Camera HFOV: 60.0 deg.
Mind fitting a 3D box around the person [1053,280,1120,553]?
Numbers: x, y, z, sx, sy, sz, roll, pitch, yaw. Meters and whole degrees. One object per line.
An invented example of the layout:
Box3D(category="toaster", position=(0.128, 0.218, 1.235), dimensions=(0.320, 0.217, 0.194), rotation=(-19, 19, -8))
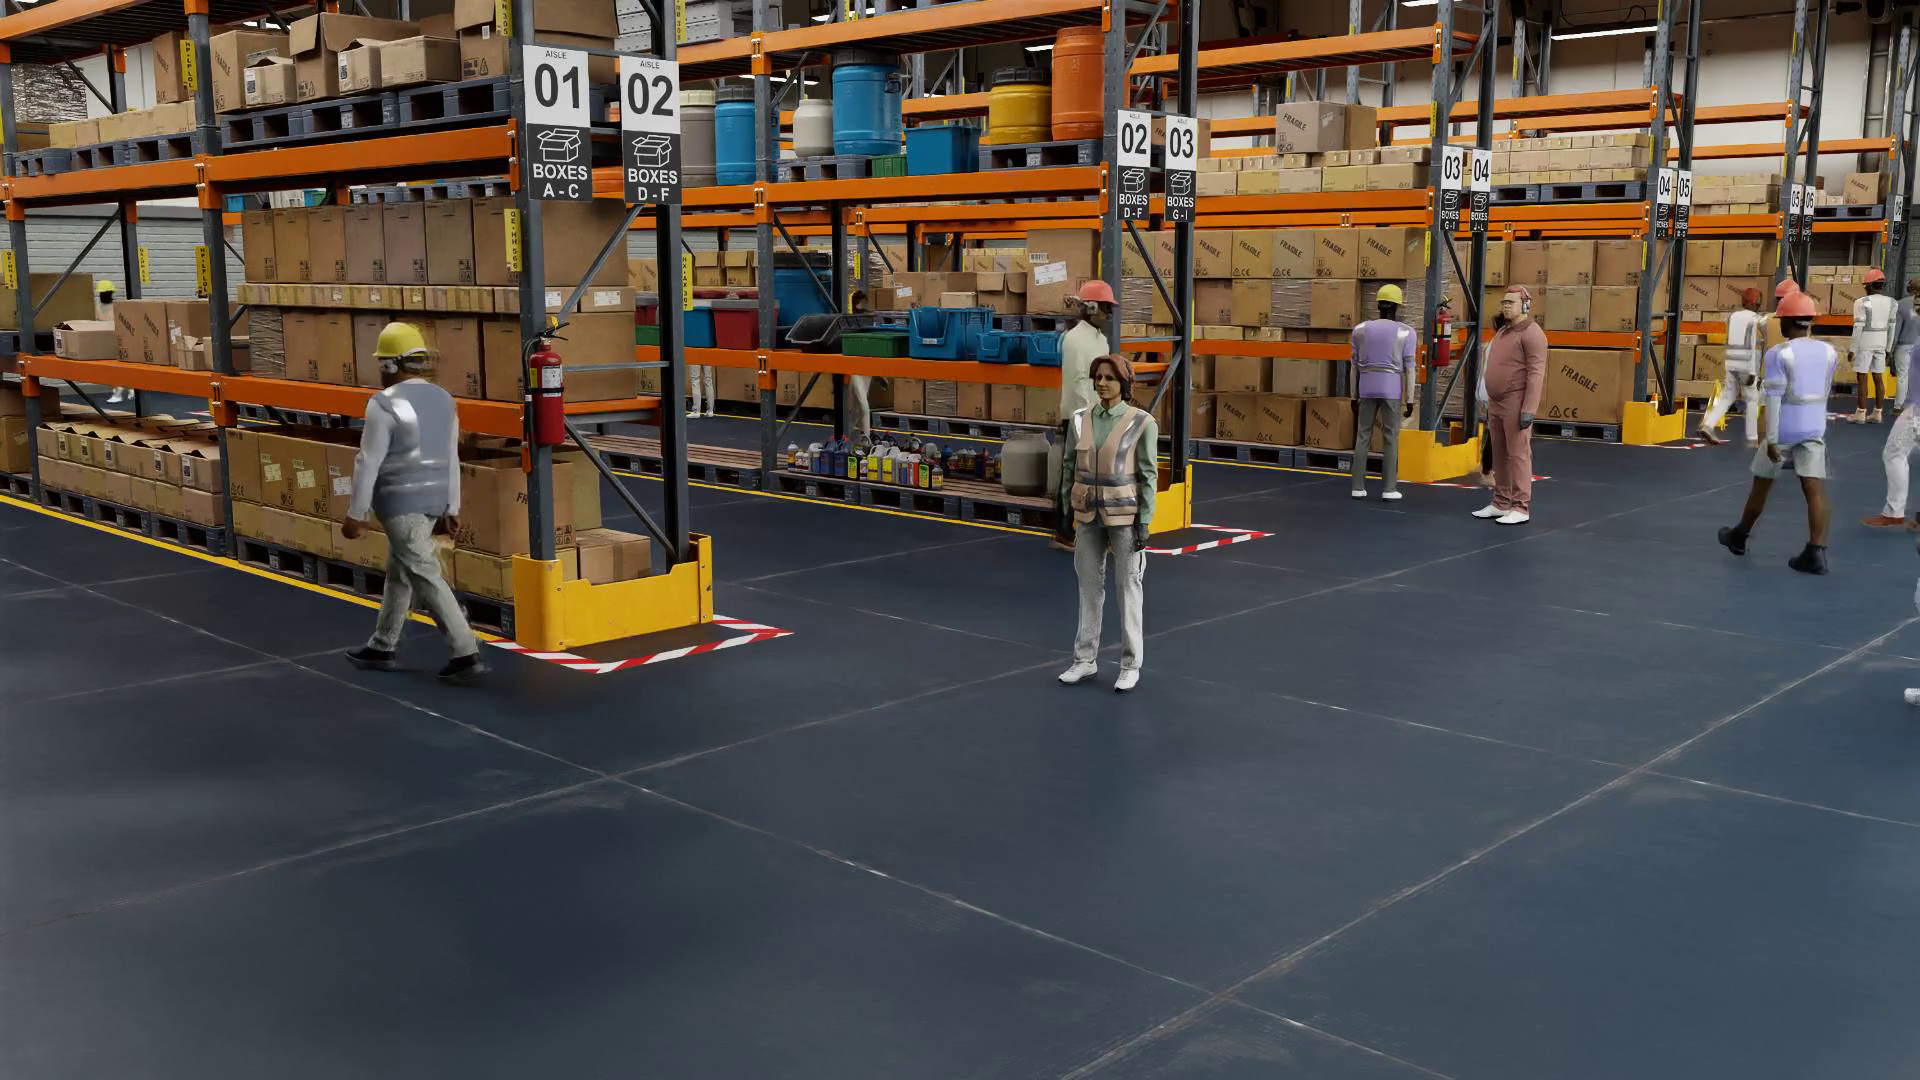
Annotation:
Box3D(category="person", position=(0.955, -0.874, 11.977), dimensions=(0.687, 1.960, 0.661), rotation=(6, 11, 34))

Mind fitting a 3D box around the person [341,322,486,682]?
Box3D(category="person", position=(-2.750, -0.192, 8.328), dimensions=(0.923, 1.793, 0.584), rotation=(3, 10, 16))

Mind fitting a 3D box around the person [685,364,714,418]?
Box3D(category="person", position=(-3.606, -2.497, 22.936), dimensions=(0.499, 1.634, 0.279), rotation=(-8, 12, -40))

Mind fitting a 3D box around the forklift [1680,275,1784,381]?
Box3D(category="forklift", position=(12.480, -3.427, 27.053), dimensions=(1.214, 2.155, 2.313), rotation=(9, 13, 43))

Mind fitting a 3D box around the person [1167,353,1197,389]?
Box3D(category="person", position=(3.050, -2.654, 23.312), dimensions=(0.581, 1.837, 0.986), rotation=(-9, 13, -43))

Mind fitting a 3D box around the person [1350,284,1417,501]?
Box3D(category="person", position=(3.769, -1.315, 14.841), dimensions=(0.585, 1.915, 0.393), rotation=(5, 11, 28))

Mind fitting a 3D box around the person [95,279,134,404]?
Box3D(category="person", position=(-13.063, -3.093, 25.805), dimensions=(0.599, 1.902, 0.764), rotation=(2, 9, 11))

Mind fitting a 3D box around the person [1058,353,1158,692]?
Box3D(category="person", position=(0.729, -0.092, 8.161), dimensions=(0.514, 1.645, 0.307), rotation=(6, 11, 33))

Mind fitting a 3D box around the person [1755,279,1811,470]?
Box3D(category="person", position=(8.487, -1.711, 17.178), dimensions=(0.349, 1.942, 0.543), rotation=(-9, 13, -44))

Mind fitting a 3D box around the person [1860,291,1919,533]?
Box3D(category="person", position=(7.415, -1.008, 12.960), dimensions=(0.763, 1.913, 0.639), rotation=(7, 11, 35))

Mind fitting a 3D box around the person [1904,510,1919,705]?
Box3D(category="person", position=(4.597, -0.093, 7.536), dimensions=(0.517, 1.854, 0.649), rotation=(-1, 9, -5))

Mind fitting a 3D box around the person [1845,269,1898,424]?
Box3D(category="person", position=(12.106, -2.571, 22.143), dimensions=(0.616, 2.039, 0.389), rotation=(-2, 9, -10))

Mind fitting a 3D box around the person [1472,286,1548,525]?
Box3D(category="person", position=(4.447, -1.093, 13.477), dimensions=(0.410, 1.912, 0.651), rotation=(-2, 9, -11))

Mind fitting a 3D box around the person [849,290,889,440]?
Box3D(category="person", position=(-1.093, -1.766, 17.852), dimensions=(0.514, 1.835, 0.942), rotation=(-9, 13, -44))

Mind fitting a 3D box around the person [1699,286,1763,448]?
Box3D(category="person", position=(8.926, -1.981, 19.125), dimensions=(0.783, 1.863, 0.583), rotation=(-4, 10, -24))

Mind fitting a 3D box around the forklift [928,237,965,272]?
Box3D(category="forklift", position=(-0.326, -5.817, 39.609), dimensions=(1.129, 2.768, 1.873), rotation=(9, 13, 43))

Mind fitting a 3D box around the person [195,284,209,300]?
Box3D(category="person", position=(-12.834, -3.471, 28.297), dimensions=(0.600, 1.830, 0.404), rotation=(-5, 11, -30))

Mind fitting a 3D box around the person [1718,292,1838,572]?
Box3D(category="person", position=(5.751, -0.770, 11.577), dimensions=(0.563, 1.882, 0.989), rotation=(-1, 9, -8))

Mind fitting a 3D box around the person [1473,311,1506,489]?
Box3D(category="person", position=(5.038, -1.316, 15.534), dimensions=(0.354, 1.678, 0.552), rotation=(1, 9, 6))

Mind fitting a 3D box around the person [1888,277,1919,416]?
Box3D(category="person", position=(13.312, -2.702, 23.257), dimensions=(0.627, 1.941, 0.371), rotation=(2, 9, 10))
